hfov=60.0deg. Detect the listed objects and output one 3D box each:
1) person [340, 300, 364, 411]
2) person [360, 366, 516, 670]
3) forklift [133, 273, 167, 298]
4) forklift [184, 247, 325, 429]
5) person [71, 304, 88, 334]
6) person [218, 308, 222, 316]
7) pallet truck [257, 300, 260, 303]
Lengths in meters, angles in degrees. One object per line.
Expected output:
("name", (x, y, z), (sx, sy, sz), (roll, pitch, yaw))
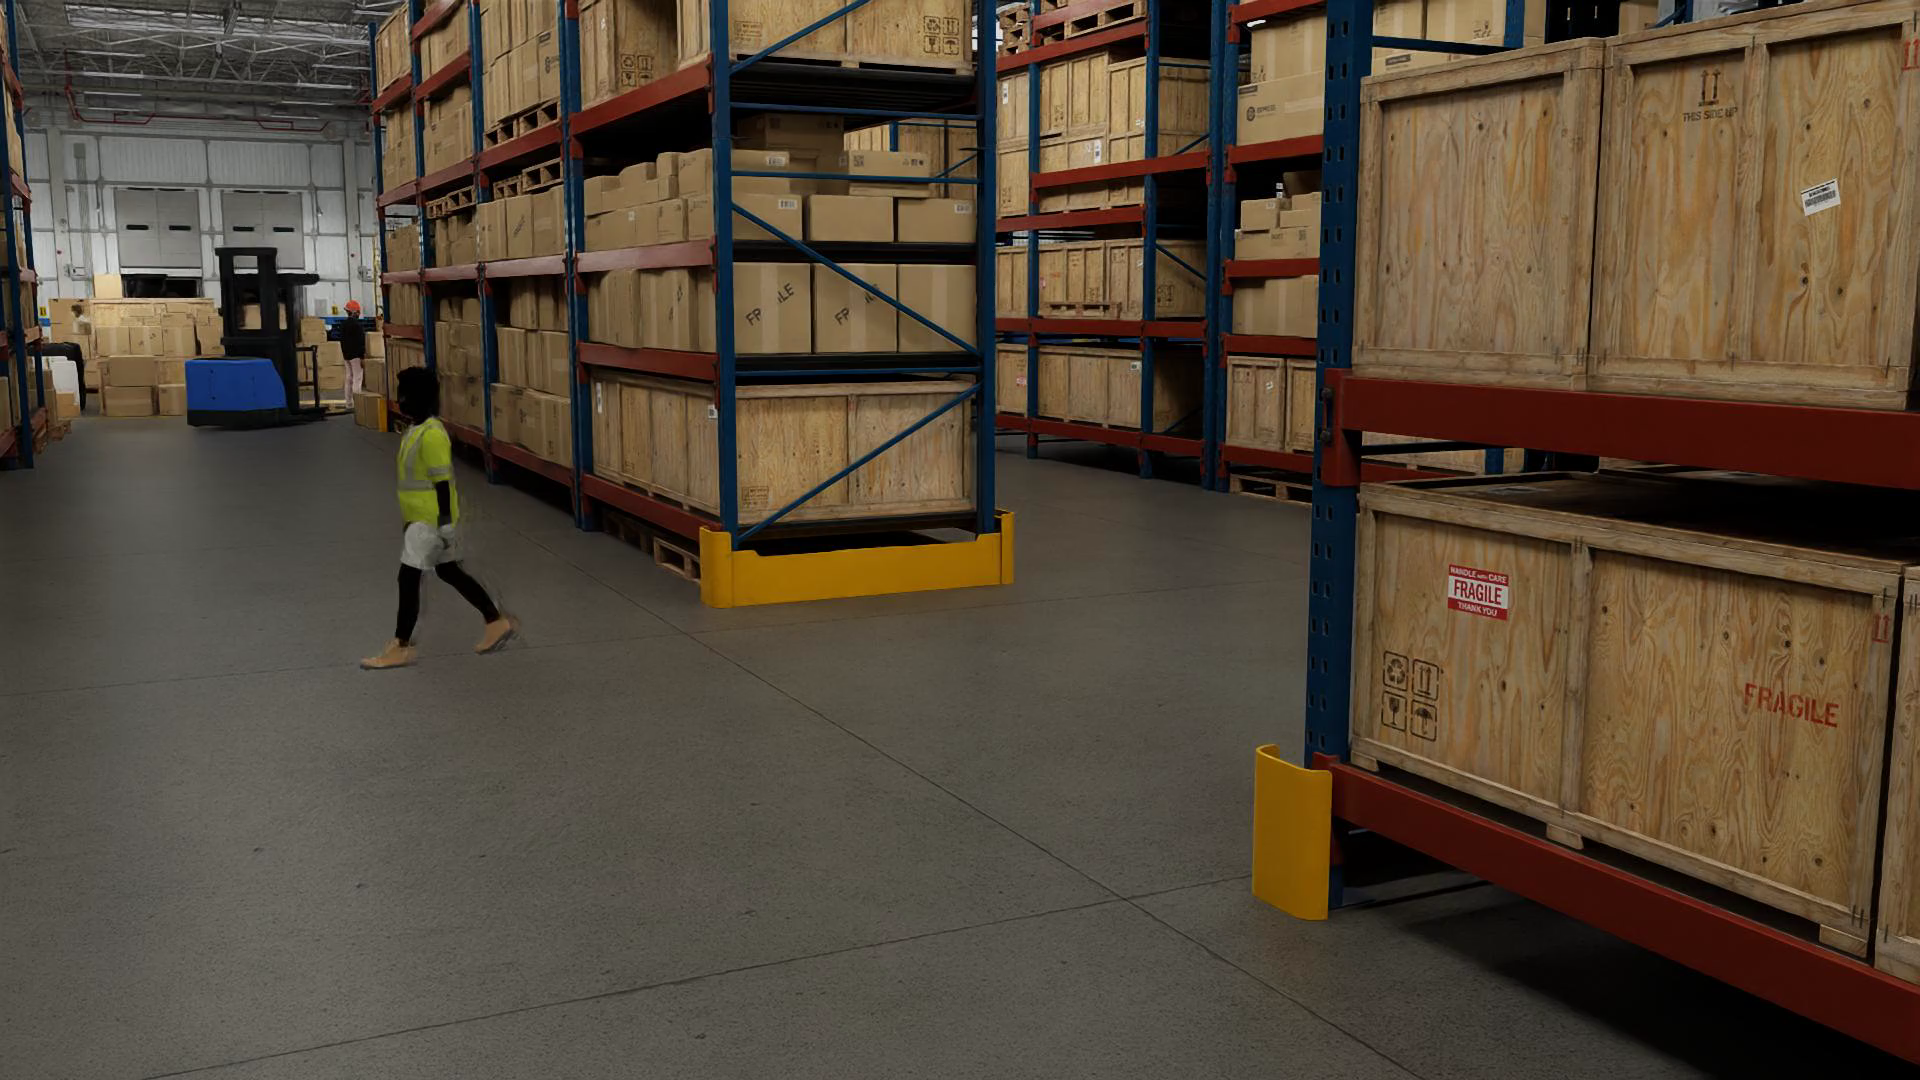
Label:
("person", (-10.666, -3.217, 29.305), (0.622, 1.993, 0.383), (7, 11, 41))
("person", (-2.893, -0.137, 9.226), (0.853, 1.663, 0.539), (-4, 9, -27))
("forklift", (-25.710, -7.092, 52.996), (1.873, 2.768, 1.129), (6, 10, 37))
("forklift", (-11.158, -3.199, 26.144), (1.129, 2.768, 1.873), (3, 9, 19))
("person", (-20.162, -4.482, 38.313), (0.644, 1.915, 0.636), (-5, 9, -29))
("person", (-15.303, -3.893, 34.498), (0.625, 1.844, 0.429), (7, 11, 41))
("pallet truck", (-23.913, -7.404, 58.171), (1.885, 1.965, 0.823), (-1, 8, -9))
